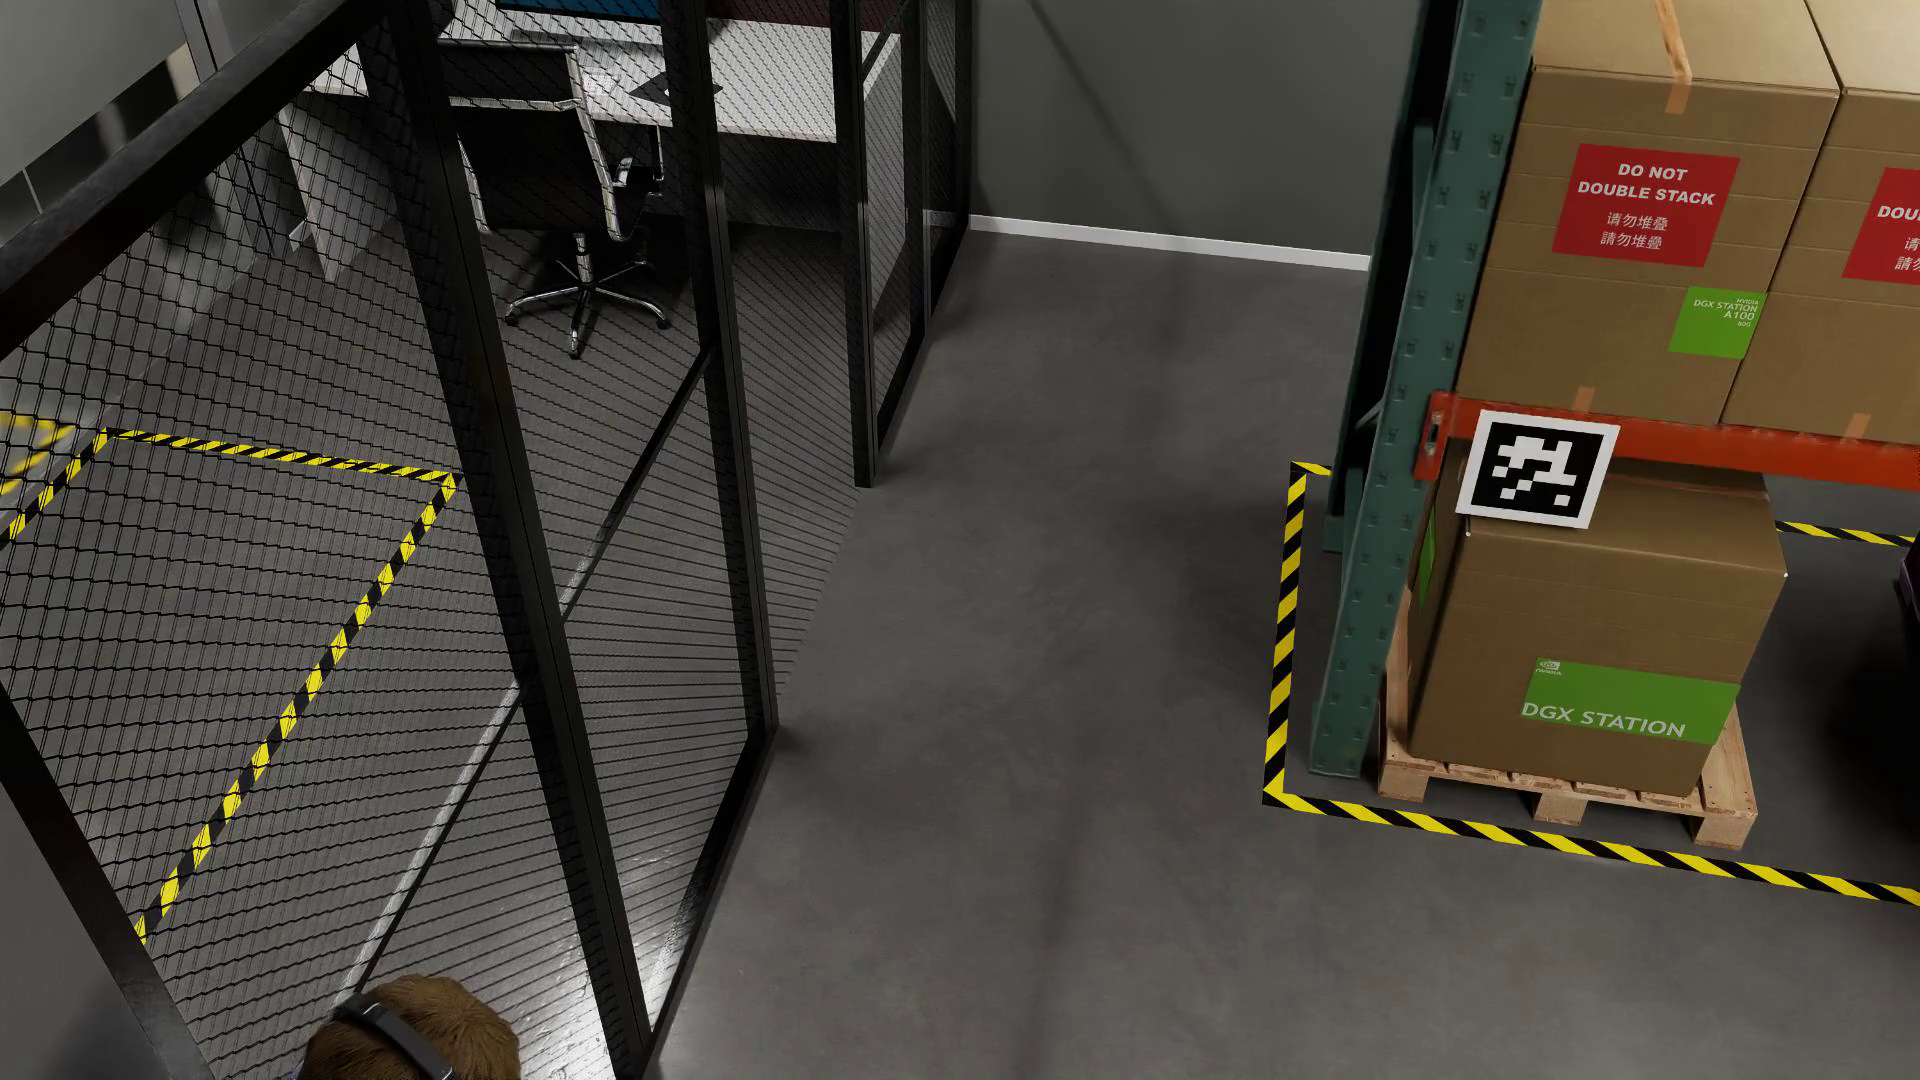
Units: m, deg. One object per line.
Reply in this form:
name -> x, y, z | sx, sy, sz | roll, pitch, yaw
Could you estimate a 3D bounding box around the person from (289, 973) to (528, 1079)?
person -> -0.509, 1.158, 2.164 | 0.629, 1.940, 0.376 | 20, 45, 21
